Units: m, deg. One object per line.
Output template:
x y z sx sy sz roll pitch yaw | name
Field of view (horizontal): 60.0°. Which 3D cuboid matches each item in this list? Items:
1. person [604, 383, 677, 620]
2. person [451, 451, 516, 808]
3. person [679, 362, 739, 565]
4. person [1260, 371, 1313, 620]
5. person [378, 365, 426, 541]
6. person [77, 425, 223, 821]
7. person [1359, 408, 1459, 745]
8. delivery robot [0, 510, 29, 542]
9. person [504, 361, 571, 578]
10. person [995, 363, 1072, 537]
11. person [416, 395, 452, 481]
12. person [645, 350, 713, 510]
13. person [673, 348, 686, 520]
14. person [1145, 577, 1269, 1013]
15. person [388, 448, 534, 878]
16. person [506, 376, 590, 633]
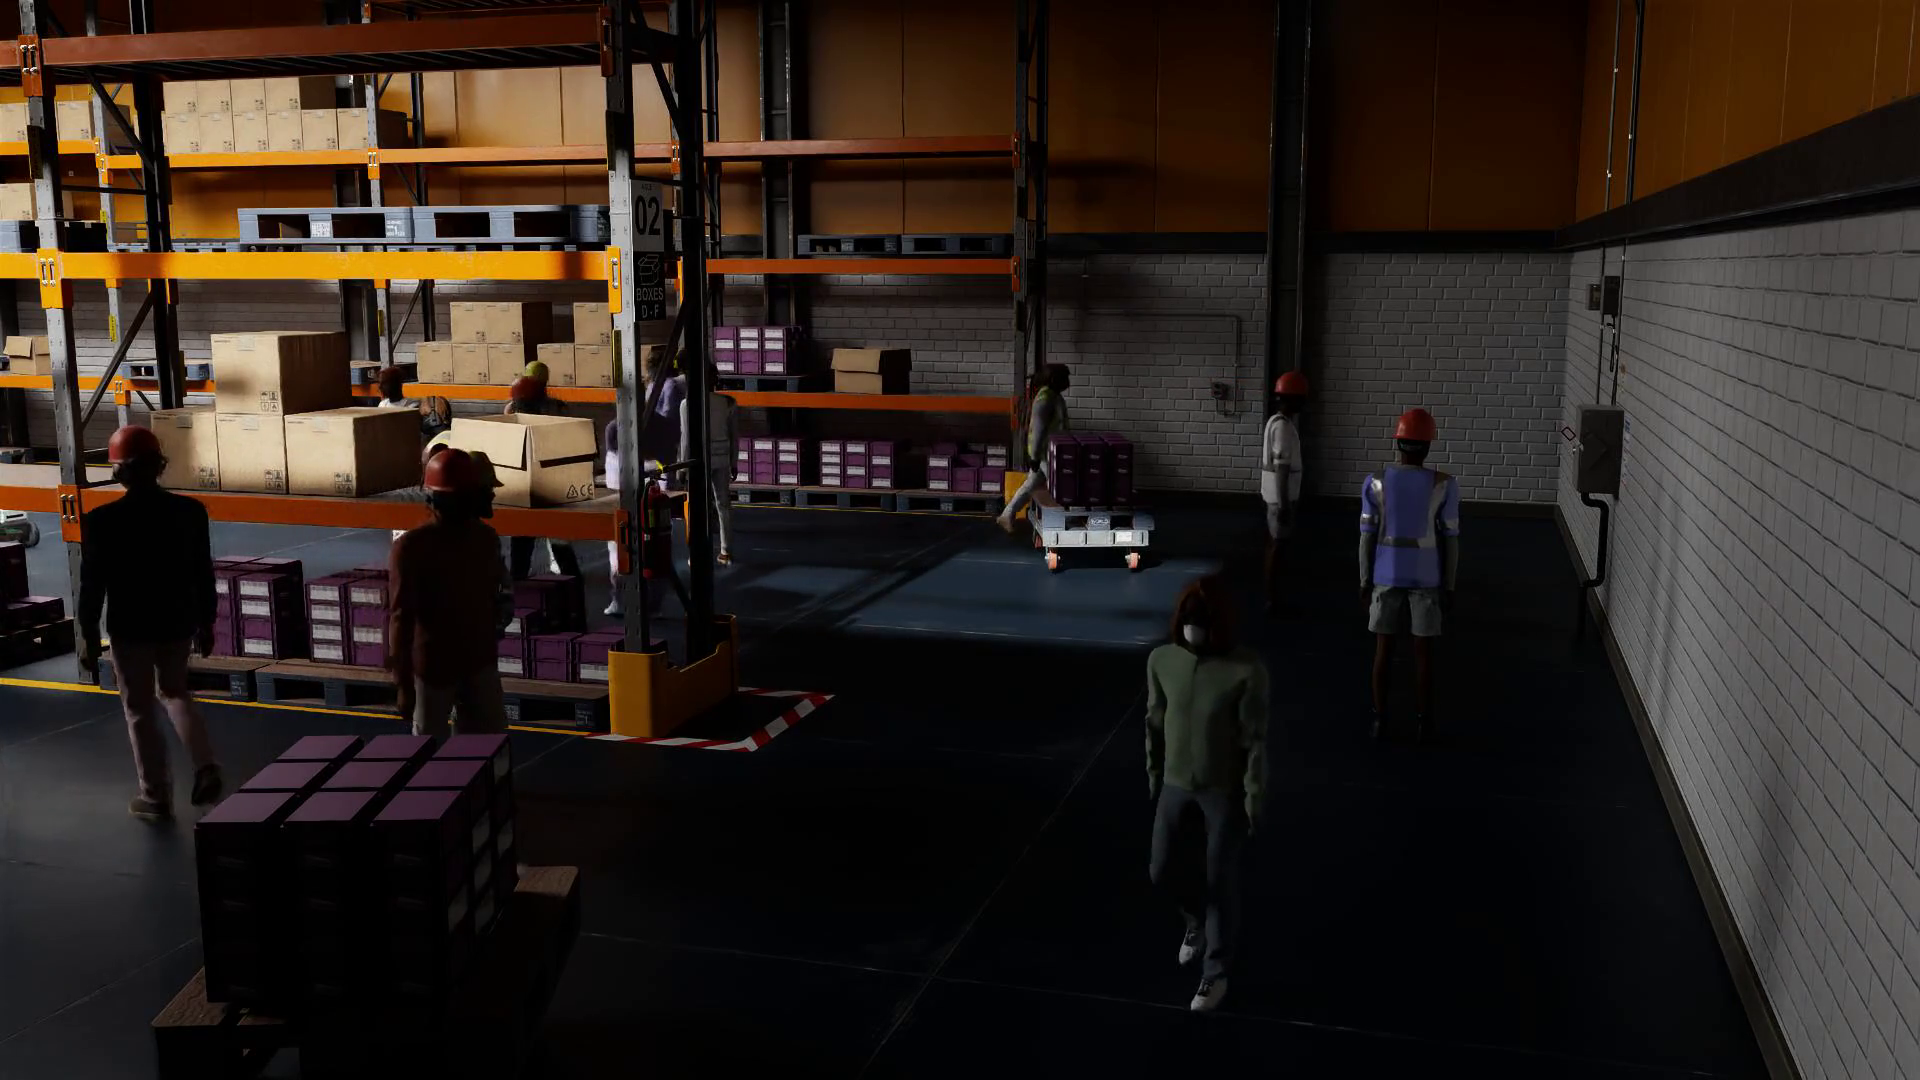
-2.535 -0.312 13.005 0.655 1.878 0.649 -7 12 -38 | person
-2.449 0.459 8.403 0.404 1.828 0.601 -3 10 -18 | person
-2.298 -0.690 15.247 0.584 1.882 0.346 -6 11 -33 | person
2.548 -0.351 13.024 0.376 1.933 0.553 1 9 7 | person
-4.965 -0.610 14.757 0.584 1.882 0.337 7 12 37 | person
-3.986 0.421 8.179 0.440 1.976 0.626 6 11 34 | person
2.582 0.211 9.594 0.552 1.935 0.367 3 10 19 | person
-9.415 -0.221 16.142 0.707 0.478 0.477 4 10 23 | delivery robot
-3.710 -0.619 14.685 0.589 1.925 0.378 -4 10 -23 | person
0.815 -0.892 16.783 0.974 1.802 0.636 2 9 11 | person
-3.711 -0.119 11.929 0.429 1.837 0.628 -3 10 -15 | person
-2.997 -0.990 16.996 0.795 1.909 0.623 -7 11 -35 | person
-2.979 -1.151 18.098 0.516 1.872 0.327 -5 10 -26 | person
0.919 0.928 6.194 0.506 1.622 0.403 6 11 31 | person
-2.361 0.547 7.527 0.955 1.958 0.646 6 11 33 | person
-3.160 -0.254 12.470 1.080 1.939 0.621 8 12 41 | person
